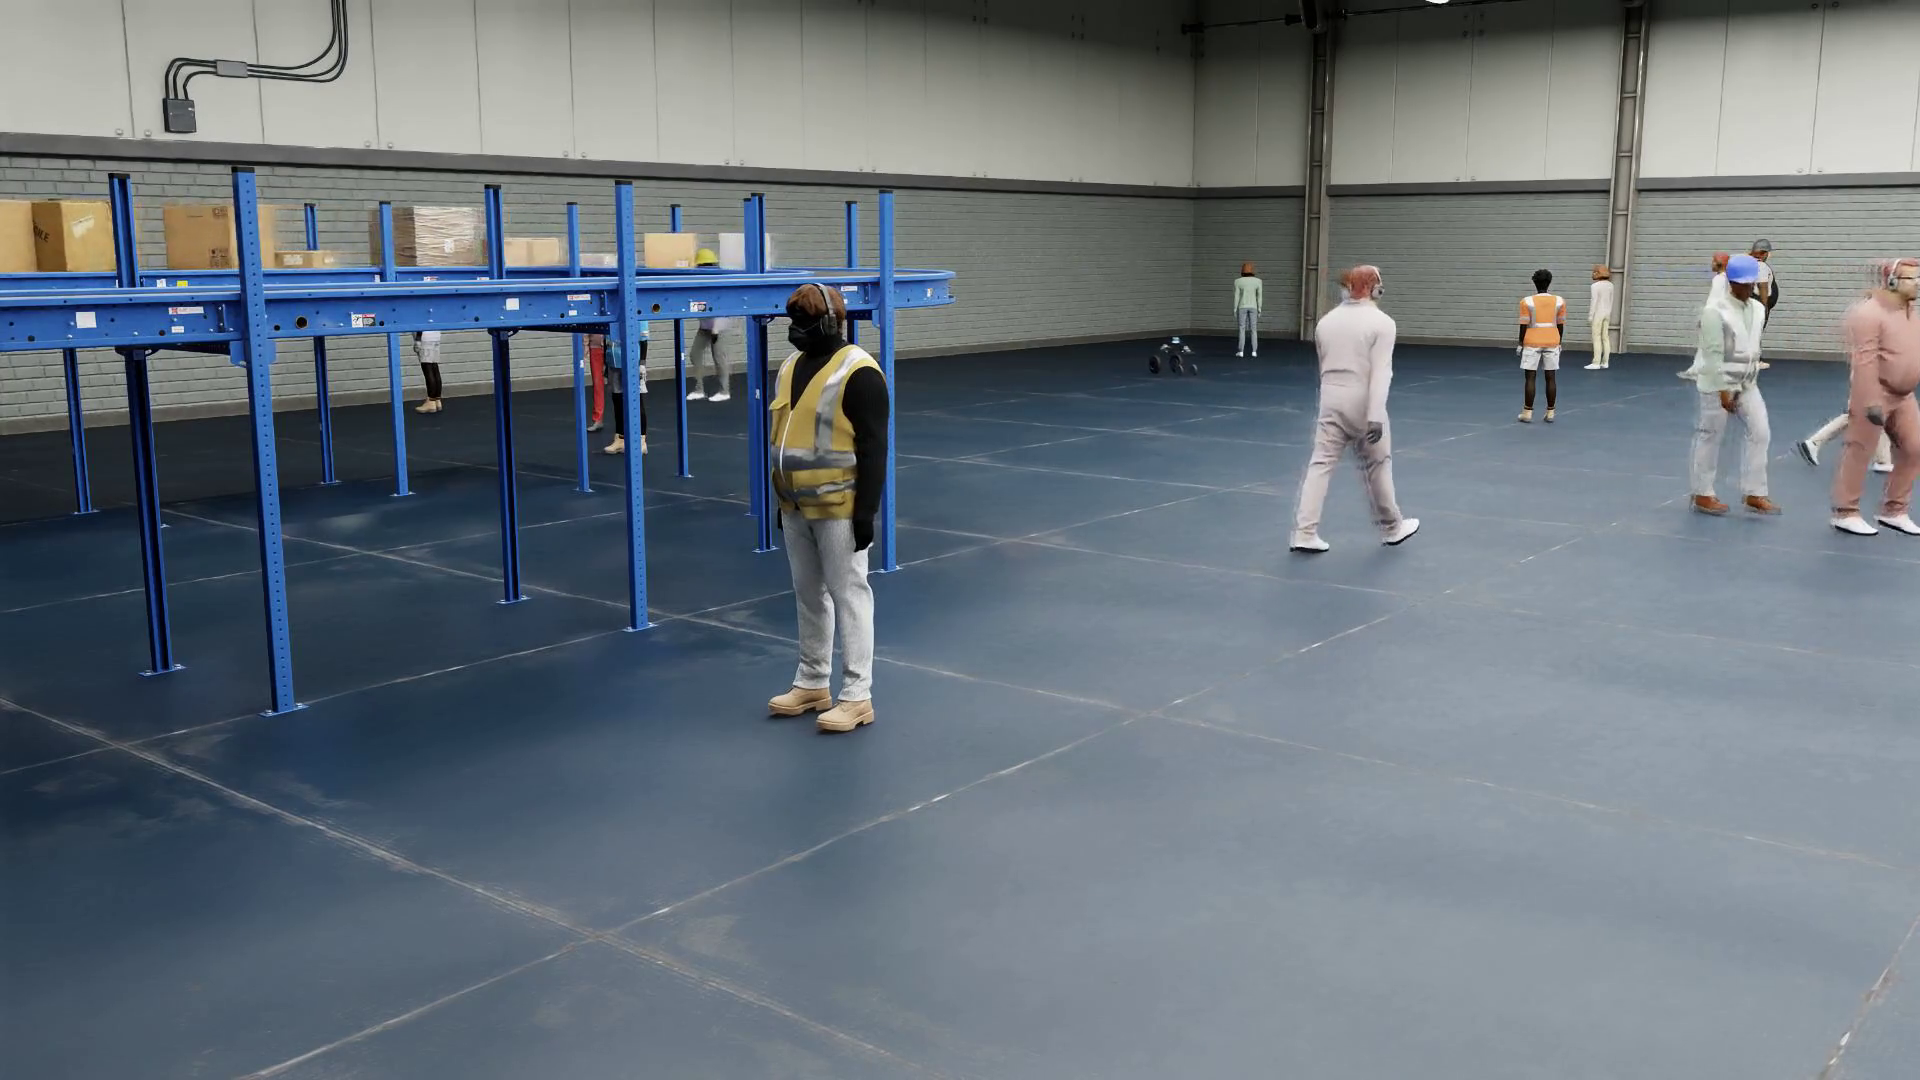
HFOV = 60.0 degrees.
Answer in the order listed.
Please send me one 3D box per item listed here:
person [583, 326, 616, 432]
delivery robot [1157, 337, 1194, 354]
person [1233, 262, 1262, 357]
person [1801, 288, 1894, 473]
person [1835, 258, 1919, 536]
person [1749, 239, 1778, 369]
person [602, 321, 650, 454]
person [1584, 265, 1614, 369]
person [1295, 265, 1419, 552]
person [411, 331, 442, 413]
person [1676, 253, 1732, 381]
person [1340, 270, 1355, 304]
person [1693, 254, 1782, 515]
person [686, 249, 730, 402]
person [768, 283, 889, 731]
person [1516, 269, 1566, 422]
[{"bbox_3d":[-3.741,-2.023,17.569,0.522,1.769,0.310,2,10,8],"label":"person"},{"bbox_3d":[3.275,-2.967,25.296,0.335,0.223,0.698,-6,12,-30],"label":"delivery robot"},{"bbox_3d":[4.994,-4.007,28.929,0.507,1.632,0.275,-1,10,-3],"label":"person"},{"bbox_3d":[7.884,-1.400,14.573,0.758,1.610,0.521,3,11,15],"label":"person"},{"bbox_3d":[6.338,-0.959,11.315,0.640,1.890,0.652,-5,11,-26],"label":"person"},{"bbox_3d":[12.694,-3.736,26.416,0.539,2.000,0.689,0,10,-1],"label":"person"},{"bbox_3d":[-3.159,-1.645,15.664,0.540,1.695,0.317,6,12,30],"label":"person"},{"bbox_3d":[10.053,-3.503,26.133,0.507,1.631,0.266,-6,12,-32],"label":"person"},{"bbox_3d":[2.587,-0.849,10.844,1.004,1.846,0.681,-8,13,-38],"label":"person"},{"bbox_3d":[-6.305,-2.354,19.609,0.321,1.692,0.527,0,10,1],"label":"person"},{"bbox_3d":[10.875,-3.187,23.838,0.979,1.842,0.593,7,12,34],"label":"person"},{"bbox_3d":[5.535,-3.005,23.481,0.842,1.579,0.519,4,11,21],"label":"person"},{"bbox_3d":[5.678,-1.106,12.076,0.614,1.910,0.800,-4,11,-23],"label":"person"},{"bbox_3d":[-3.196,-2.662,20.723,0.758,1.897,0.626,-7,13,-35],"label":"person"},{"bbox_3d":[-0.573,-0.139,6.920,0.429,1.841,0.634,-9,14,-41],"label":"person"},{"bbox_3d":[6.483,-2.169,18.584,0.531,1.692,0.320,0,10,-1],"label":"person"}]
